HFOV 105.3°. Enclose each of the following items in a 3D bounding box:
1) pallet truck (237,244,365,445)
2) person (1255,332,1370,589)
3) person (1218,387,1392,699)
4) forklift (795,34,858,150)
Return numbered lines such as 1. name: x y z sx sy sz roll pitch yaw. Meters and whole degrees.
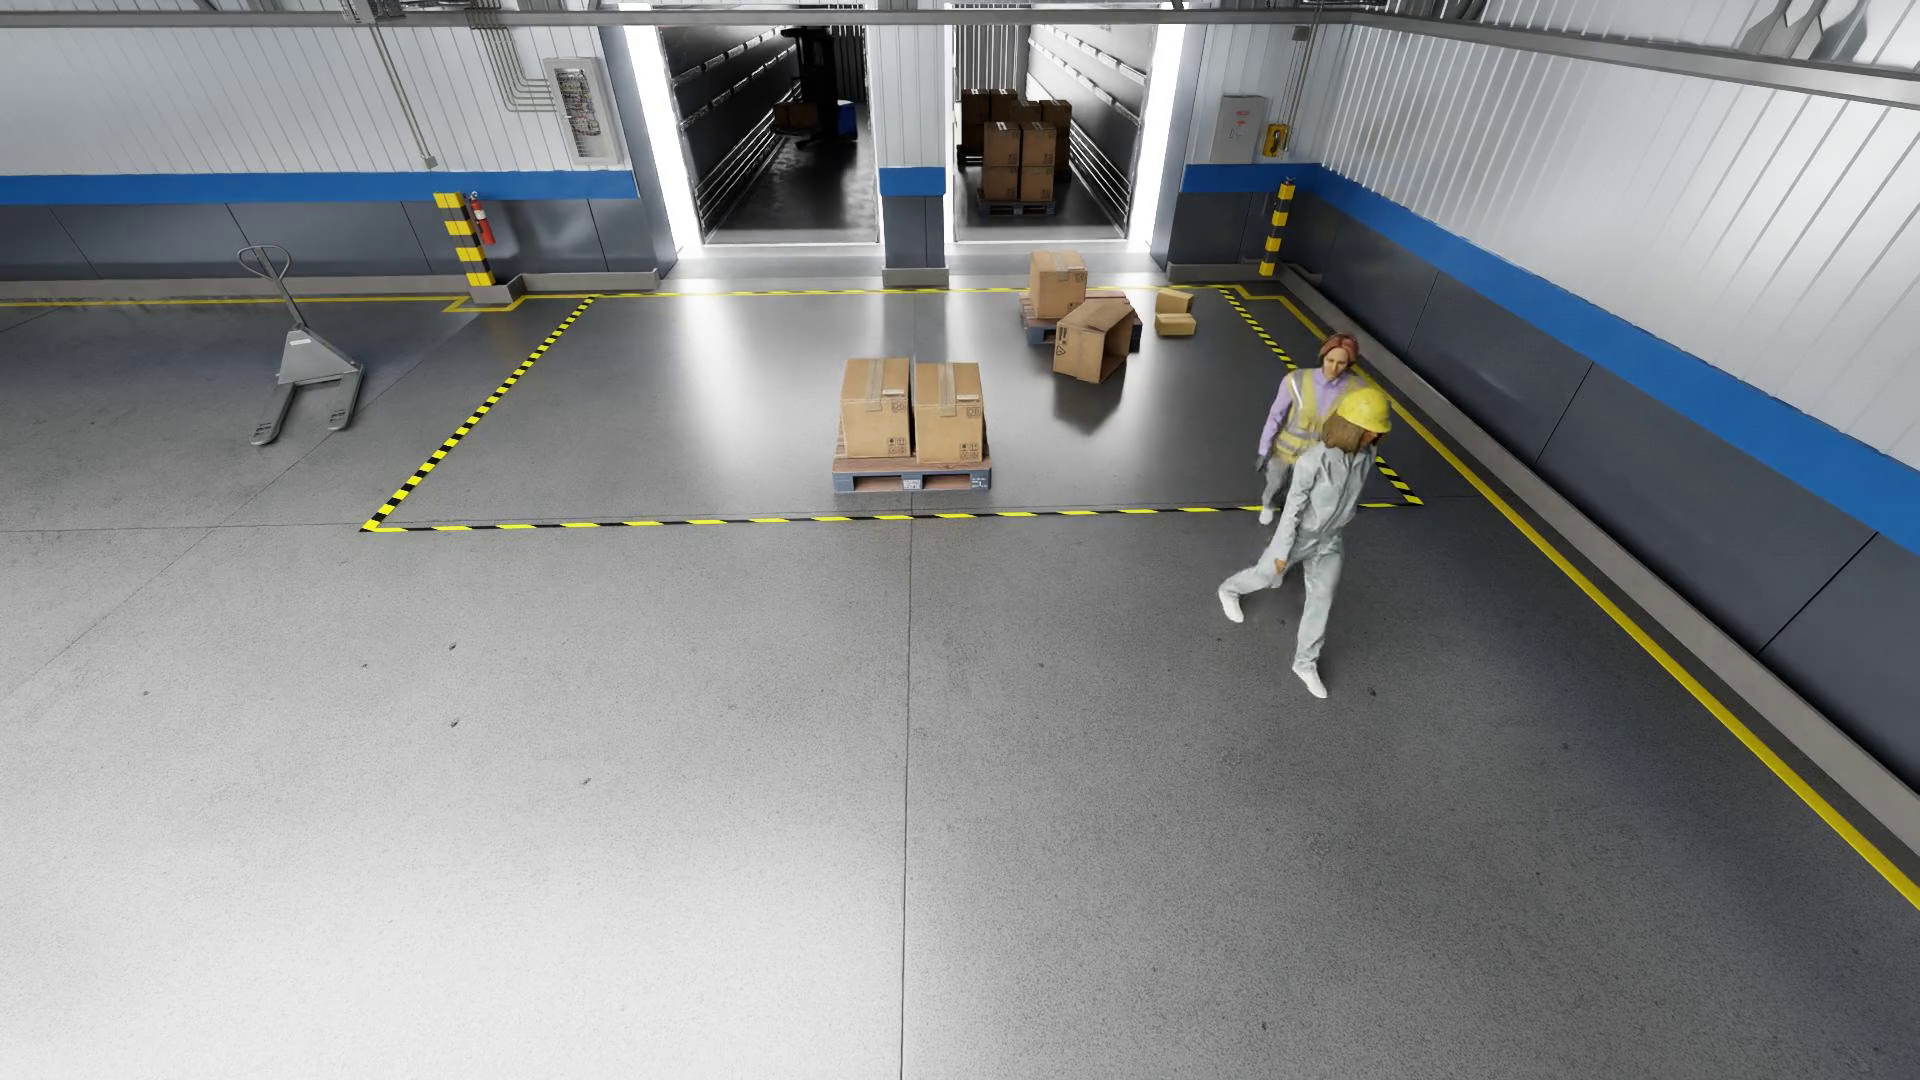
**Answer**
1. pallet truck: -5.915 -1.733 6.366 0.680 1.201 1.601 -18 42 -21
2. person: 2.145 -0.559 4.596 0.520 1.589 0.896 16 41 19
3. person: 1.834 -0.030 3.850 0.492 1.699 0.898 -11 40 -13
4. forklift: -2.782 -9.580 15.610 0.716 2.013 0.776 19 42 22
